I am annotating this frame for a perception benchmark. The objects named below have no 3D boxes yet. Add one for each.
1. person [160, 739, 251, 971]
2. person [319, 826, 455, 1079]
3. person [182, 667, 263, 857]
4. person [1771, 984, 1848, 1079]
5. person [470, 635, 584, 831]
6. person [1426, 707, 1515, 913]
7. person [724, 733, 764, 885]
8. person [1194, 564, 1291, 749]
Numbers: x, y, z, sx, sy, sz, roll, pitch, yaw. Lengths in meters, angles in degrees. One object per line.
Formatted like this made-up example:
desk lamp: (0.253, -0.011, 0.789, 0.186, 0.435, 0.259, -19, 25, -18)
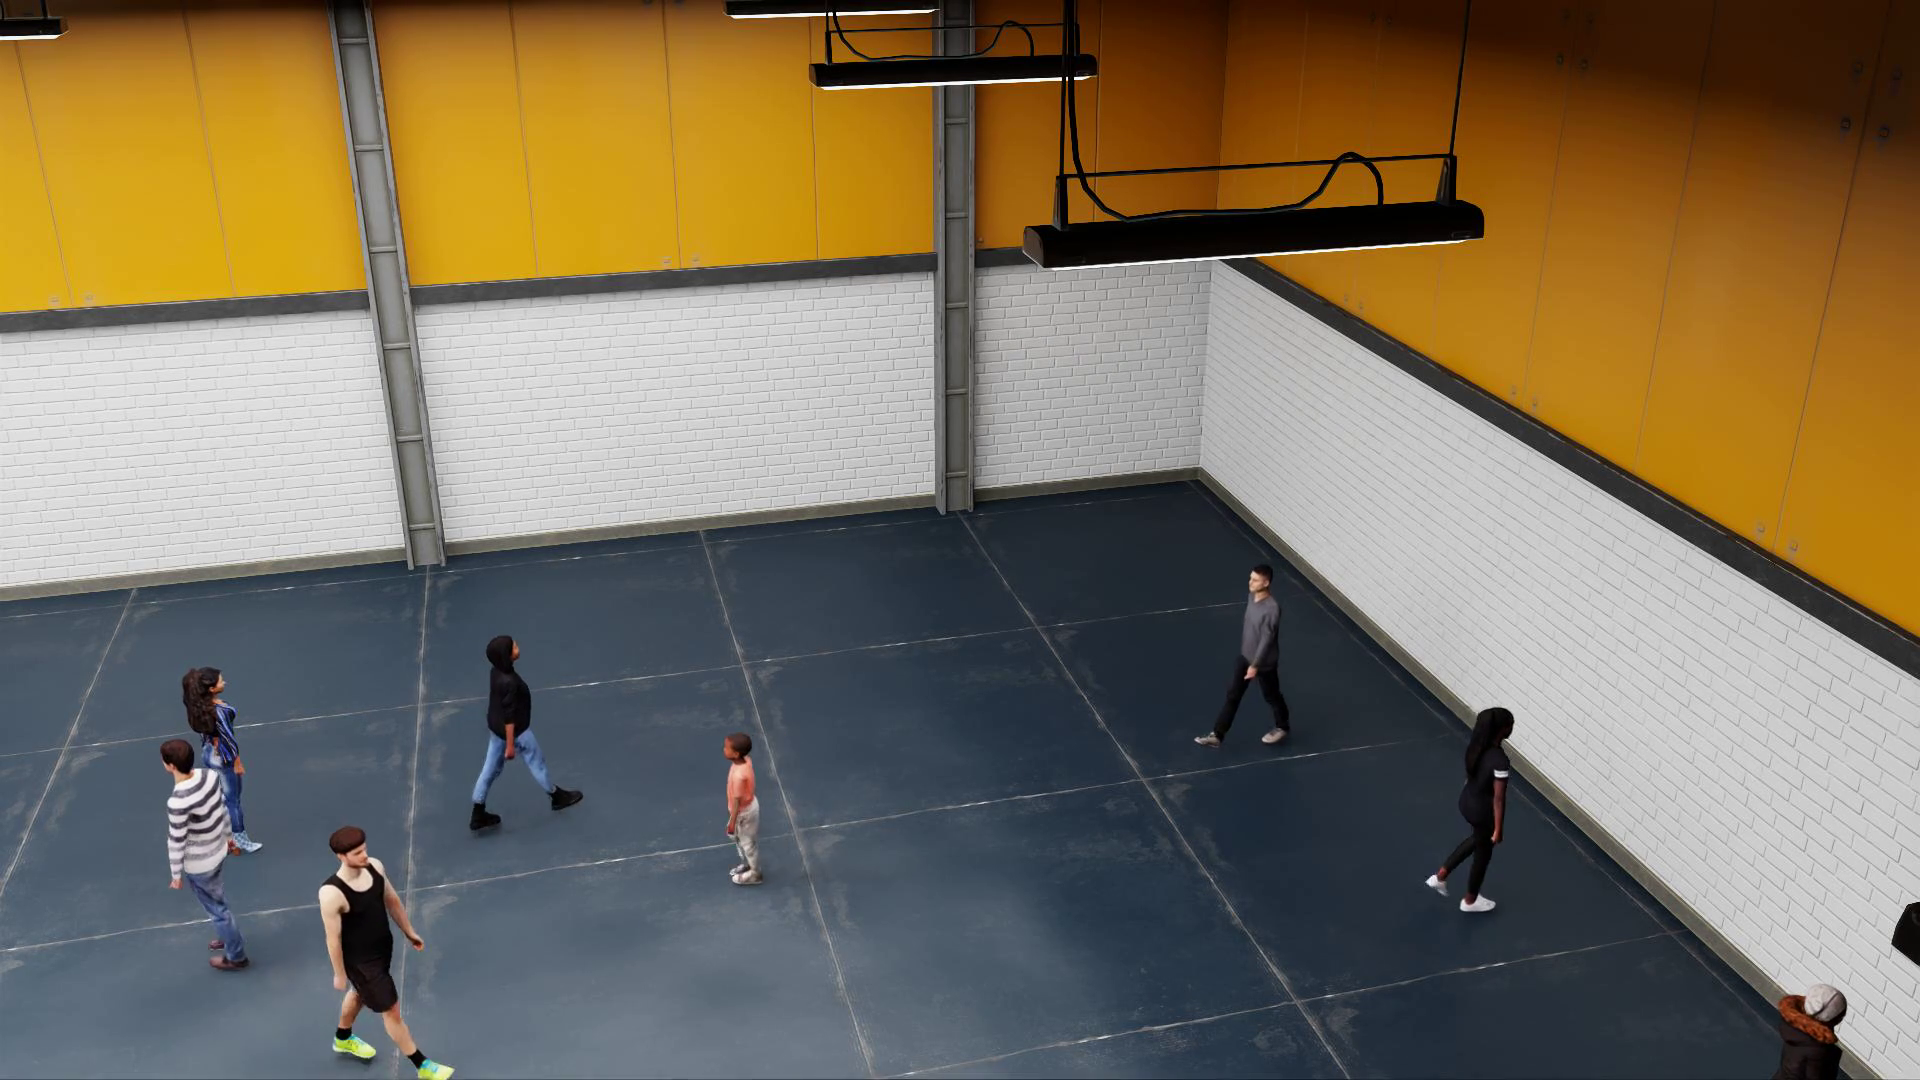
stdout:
person: (-5.148, 2.201, 11.534, 0.796, 1.838, 0.784, 3, 24, 7)
person: (-3.839, 2.612, 10.588, 1.282, 1.844, 1.073, 6, 24, 14)
person: (-5.743, 1.706, 12.946, 0.691, 1.614, 0.709, 22, 32, 40)
person: (4.769, 3.207, 9.486, 0.735, 1.635, 0.725, 4, 24, 9)
person: (-3.660, 1.579, 13.197, 1.216, 1.645, 0.880, -17, 29, -34)
person: (3.738, 1.990, 12.154, 0.795, 1.729, 0.669, -3, 24, -8)
person: (-1.571, 2.037, 12.578, 0.572, 1.302, 0.565, 1, 24, 2)
person: (2.655, 1.038, 14.357, 1.215, 1.708, 0.788, -11, 26, -24)
